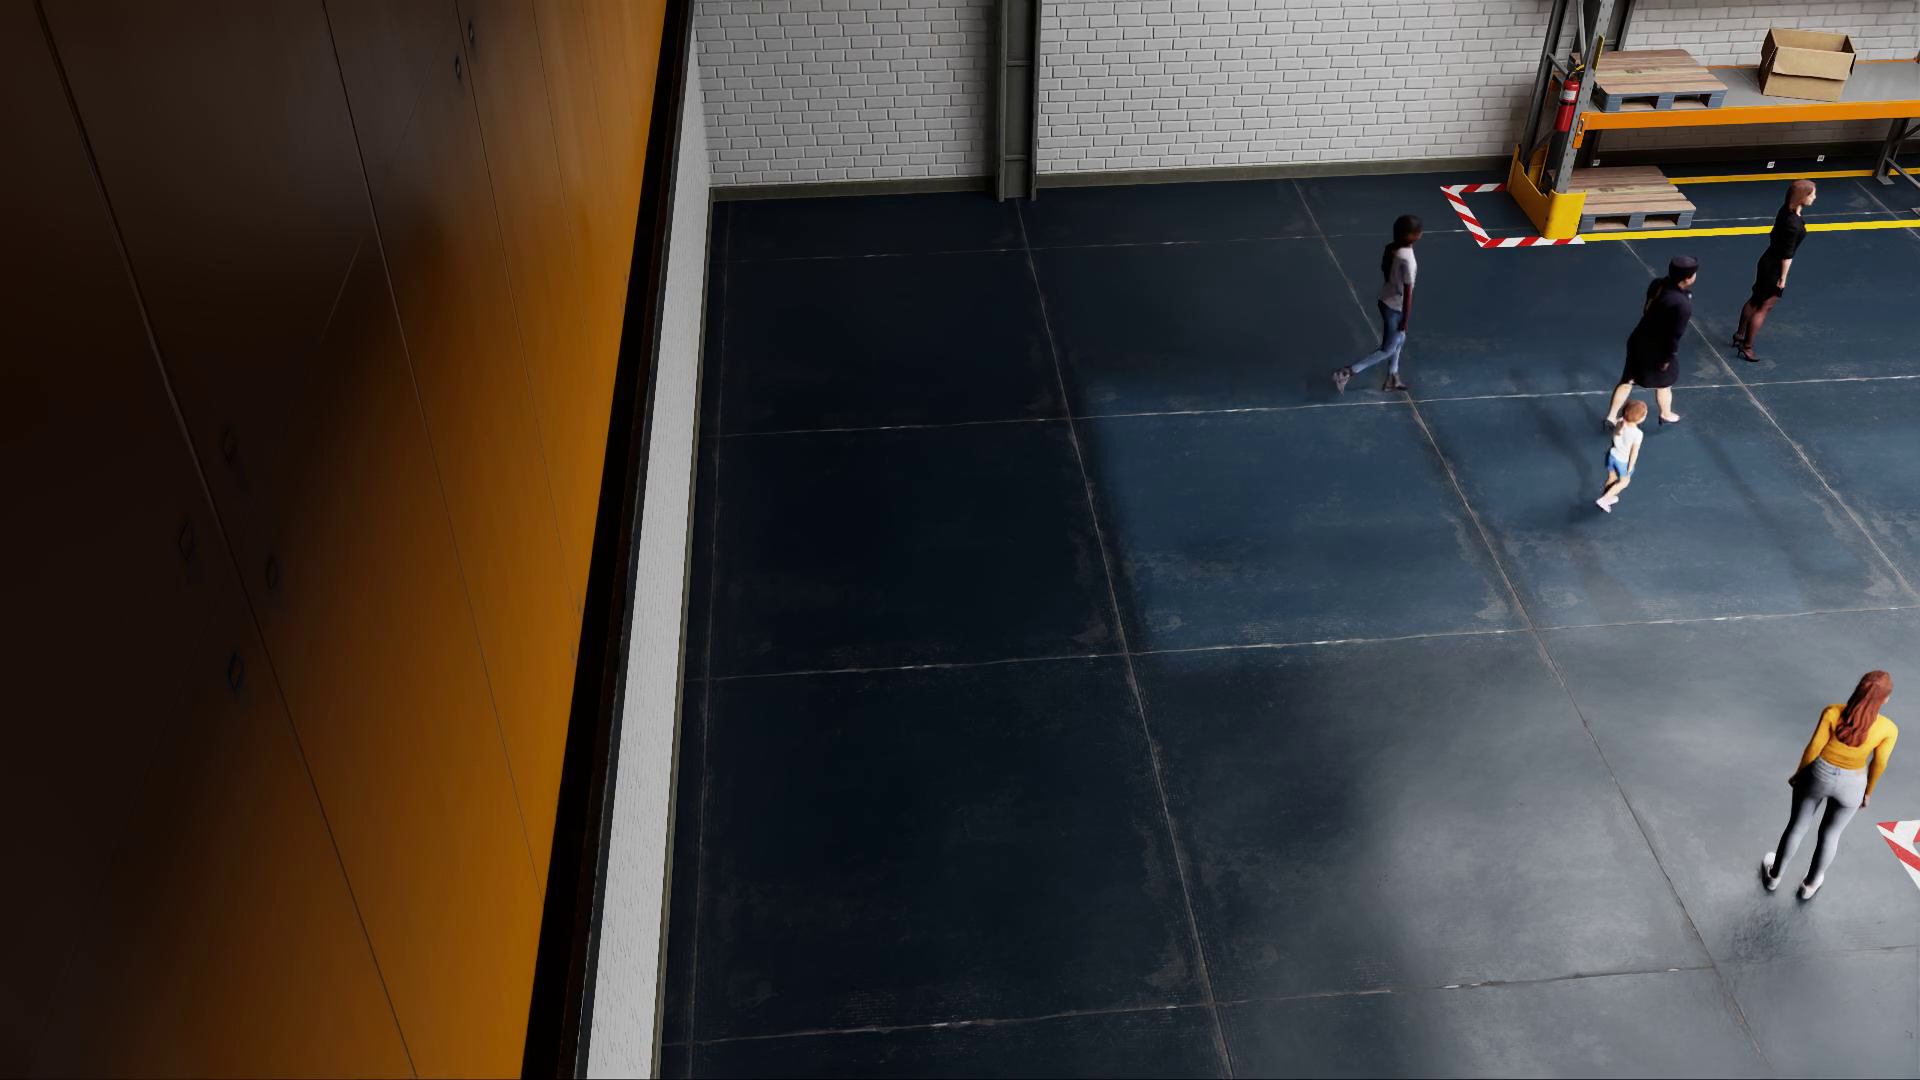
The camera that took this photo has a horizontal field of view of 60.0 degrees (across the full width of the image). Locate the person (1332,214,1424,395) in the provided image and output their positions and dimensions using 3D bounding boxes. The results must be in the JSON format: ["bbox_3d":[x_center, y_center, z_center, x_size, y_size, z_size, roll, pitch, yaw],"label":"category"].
[{"bbox_3d":[3.584,-1.945,14.044,0.981,1.704,0.599,-2,39,-3],"label":"person"}]

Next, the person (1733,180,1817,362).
[{"bbox_3d":[7.135,-2.375,14.582,0.575,1.705,0.634,6,39,7],"label":"person"}]

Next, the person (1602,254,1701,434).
[{"bbox_3d":[5.596,-1.552,13.600,1.035,1.644,0.816,-11,40,-13],"label":"person"}]

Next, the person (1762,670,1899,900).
[{"bbox_3d":[5.125,1.434,9.776,0.641,1.749,0.734,18,42,21],"label":"person"}]

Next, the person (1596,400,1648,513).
[{"bbox_3d":[5.131,-0.650,12.975,0.583,1.015,0.507,-18,42,-21],"label":"person"}]
